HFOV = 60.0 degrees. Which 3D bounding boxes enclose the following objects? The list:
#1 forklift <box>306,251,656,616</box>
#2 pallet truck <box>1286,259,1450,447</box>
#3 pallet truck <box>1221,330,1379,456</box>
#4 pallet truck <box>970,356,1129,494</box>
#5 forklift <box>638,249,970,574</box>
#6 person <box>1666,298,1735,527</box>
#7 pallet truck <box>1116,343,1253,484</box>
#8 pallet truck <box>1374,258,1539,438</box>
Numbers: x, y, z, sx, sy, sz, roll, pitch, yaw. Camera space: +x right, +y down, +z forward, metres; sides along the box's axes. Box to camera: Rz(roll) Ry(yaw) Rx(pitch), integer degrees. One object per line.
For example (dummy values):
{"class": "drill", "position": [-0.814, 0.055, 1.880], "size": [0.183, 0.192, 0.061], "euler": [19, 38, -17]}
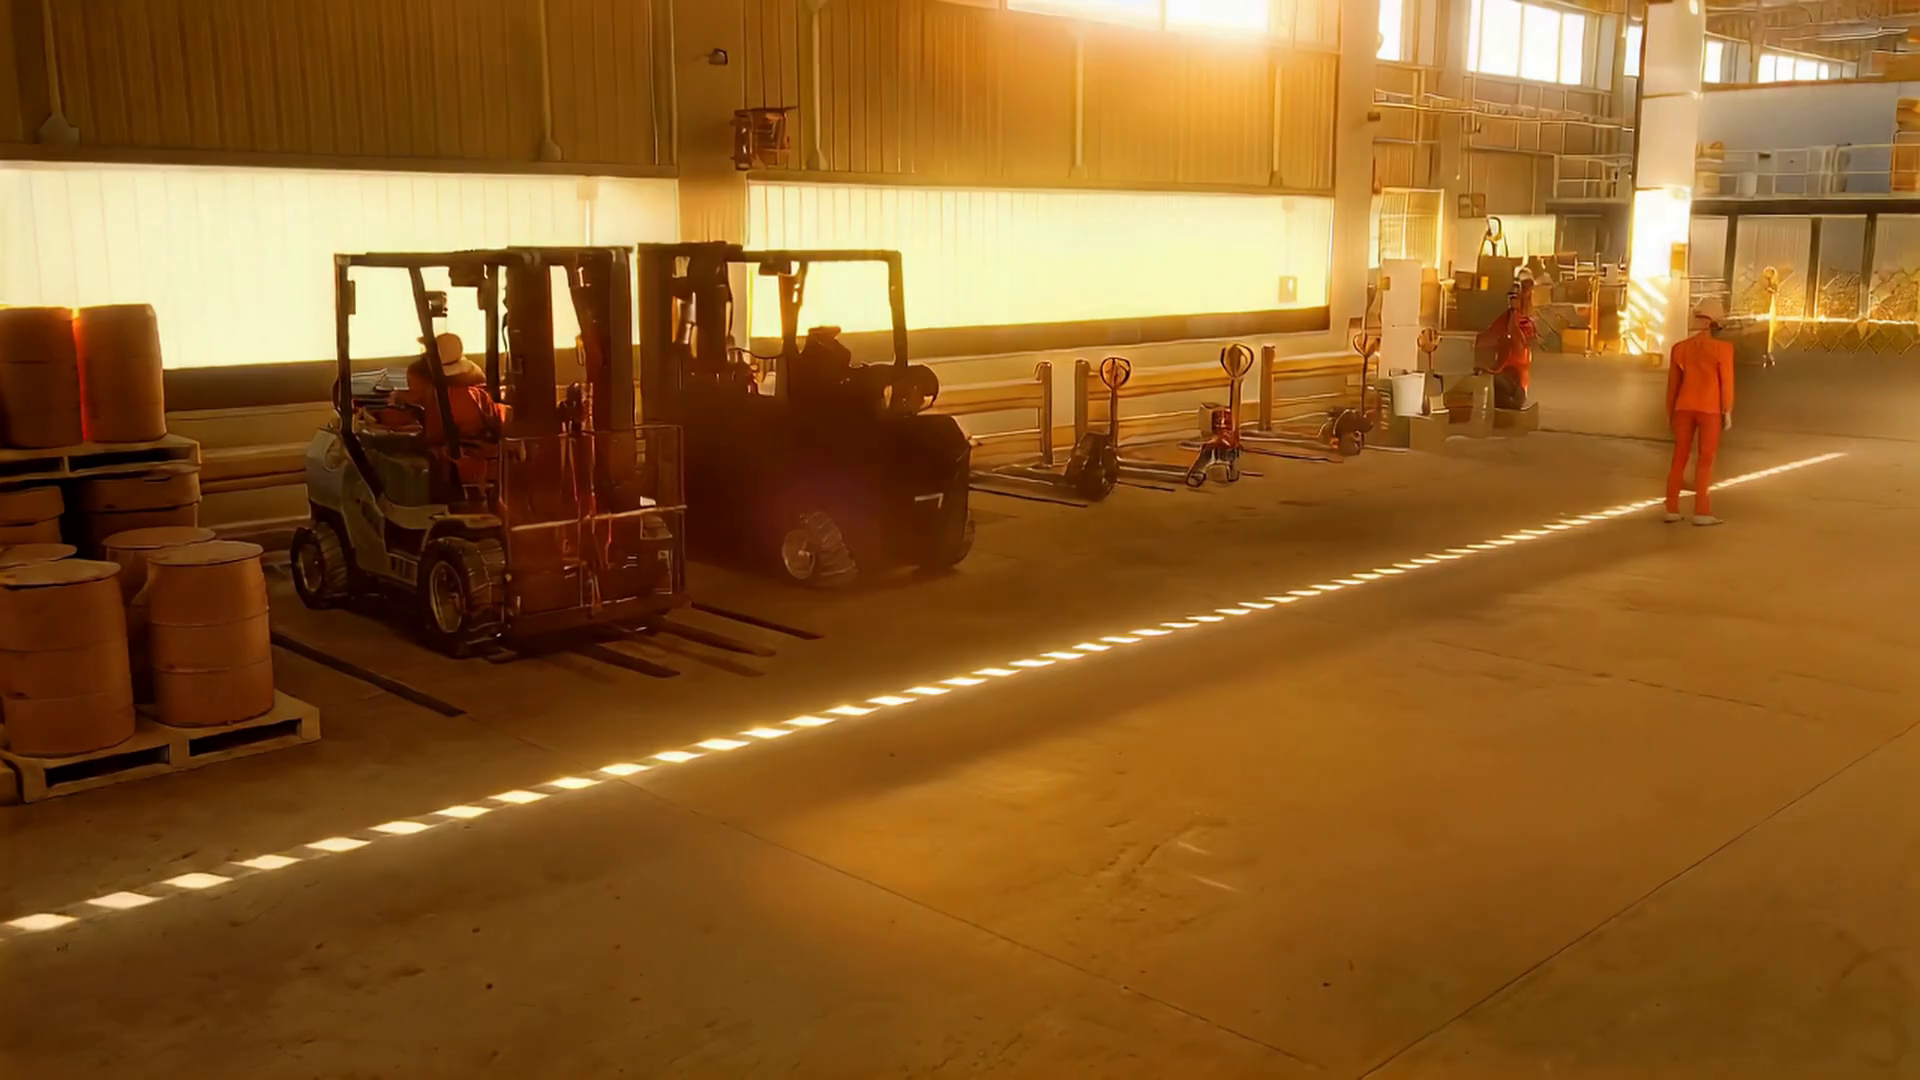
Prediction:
{"class": "forklift", "position": [-2.833, -0.669, 9.694], "size": [1.157, 1.987, 2.680], "euler": [-10, 14, -44]}
{"class": "pallet truck", "position": [4.493, -2.078, 18.196], "size": [0.823, 1.965, 1.885], "euler": [-9, 14, -40]}
{"class": "pallet truck", "position": [3.563, -1.581, 17.381], "size": [0.653, 1.274, 1.630], "euler": [-10, 14, -44]}
{"class": "pallet truck", "position": [0.784, -1.085, 14.876], "size": [0.680, 1.201, 1.601], "euler": [-10, 14, -44]}
{"class": "forklift", "position": [-1.173, -0.958, 11.239], "size": [2.680, 1.987, 1.157], "euler": [10, 14, 43]}
{"class": "person", "position": [5.736, -0.985, 12.870], "size": [0.330, 1.765, 0.533], "euler": [-7, 13, -34]}
{"class": "pallet truck", "position": [1.962, -1.215, 15.415], "size": [1.522, 1.261, 0.704], "euler": [10, 14, 43]}
{"class": "pallet truck", "position": [5.704, -2.208, 18.901], "size": [1.885, 1.965, 0.823], "euler": [10, 14, 43]}
